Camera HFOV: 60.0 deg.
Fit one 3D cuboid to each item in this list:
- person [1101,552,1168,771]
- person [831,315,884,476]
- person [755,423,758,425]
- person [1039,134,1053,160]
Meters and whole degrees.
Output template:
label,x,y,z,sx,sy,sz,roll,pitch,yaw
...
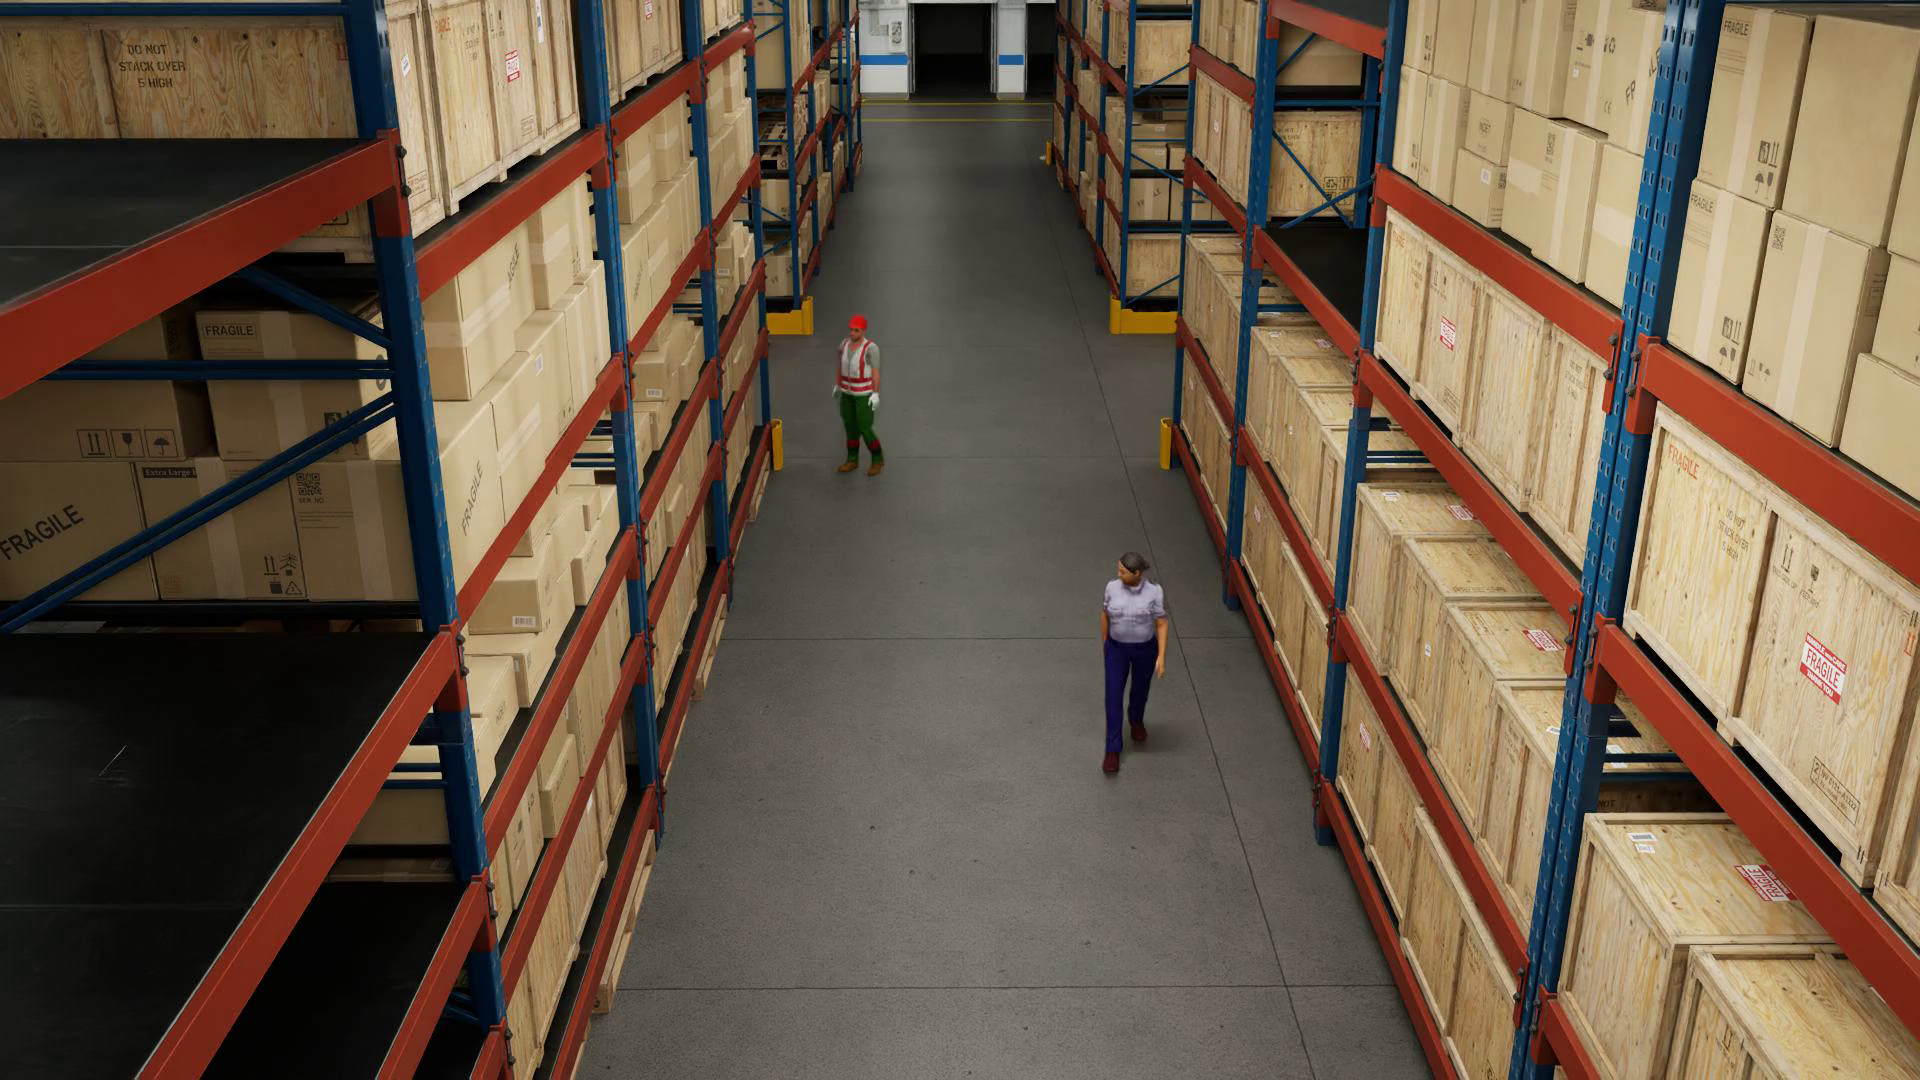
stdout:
label,x,y,z,sx,sy,sz,roll,pitch,yaw
person,1.302,0.859,12.491,0.503,1.620,0.877,2,22,6
person,-1.186,-1.634,18.607,0.610,1.796,0.397,14,25,31
person,-2.697,-2.165,19.938,0.600,1.784,0.554,14,25,32
person,2.388,-9.928,39.815,0.965,1.641,0.434,1,22,3
